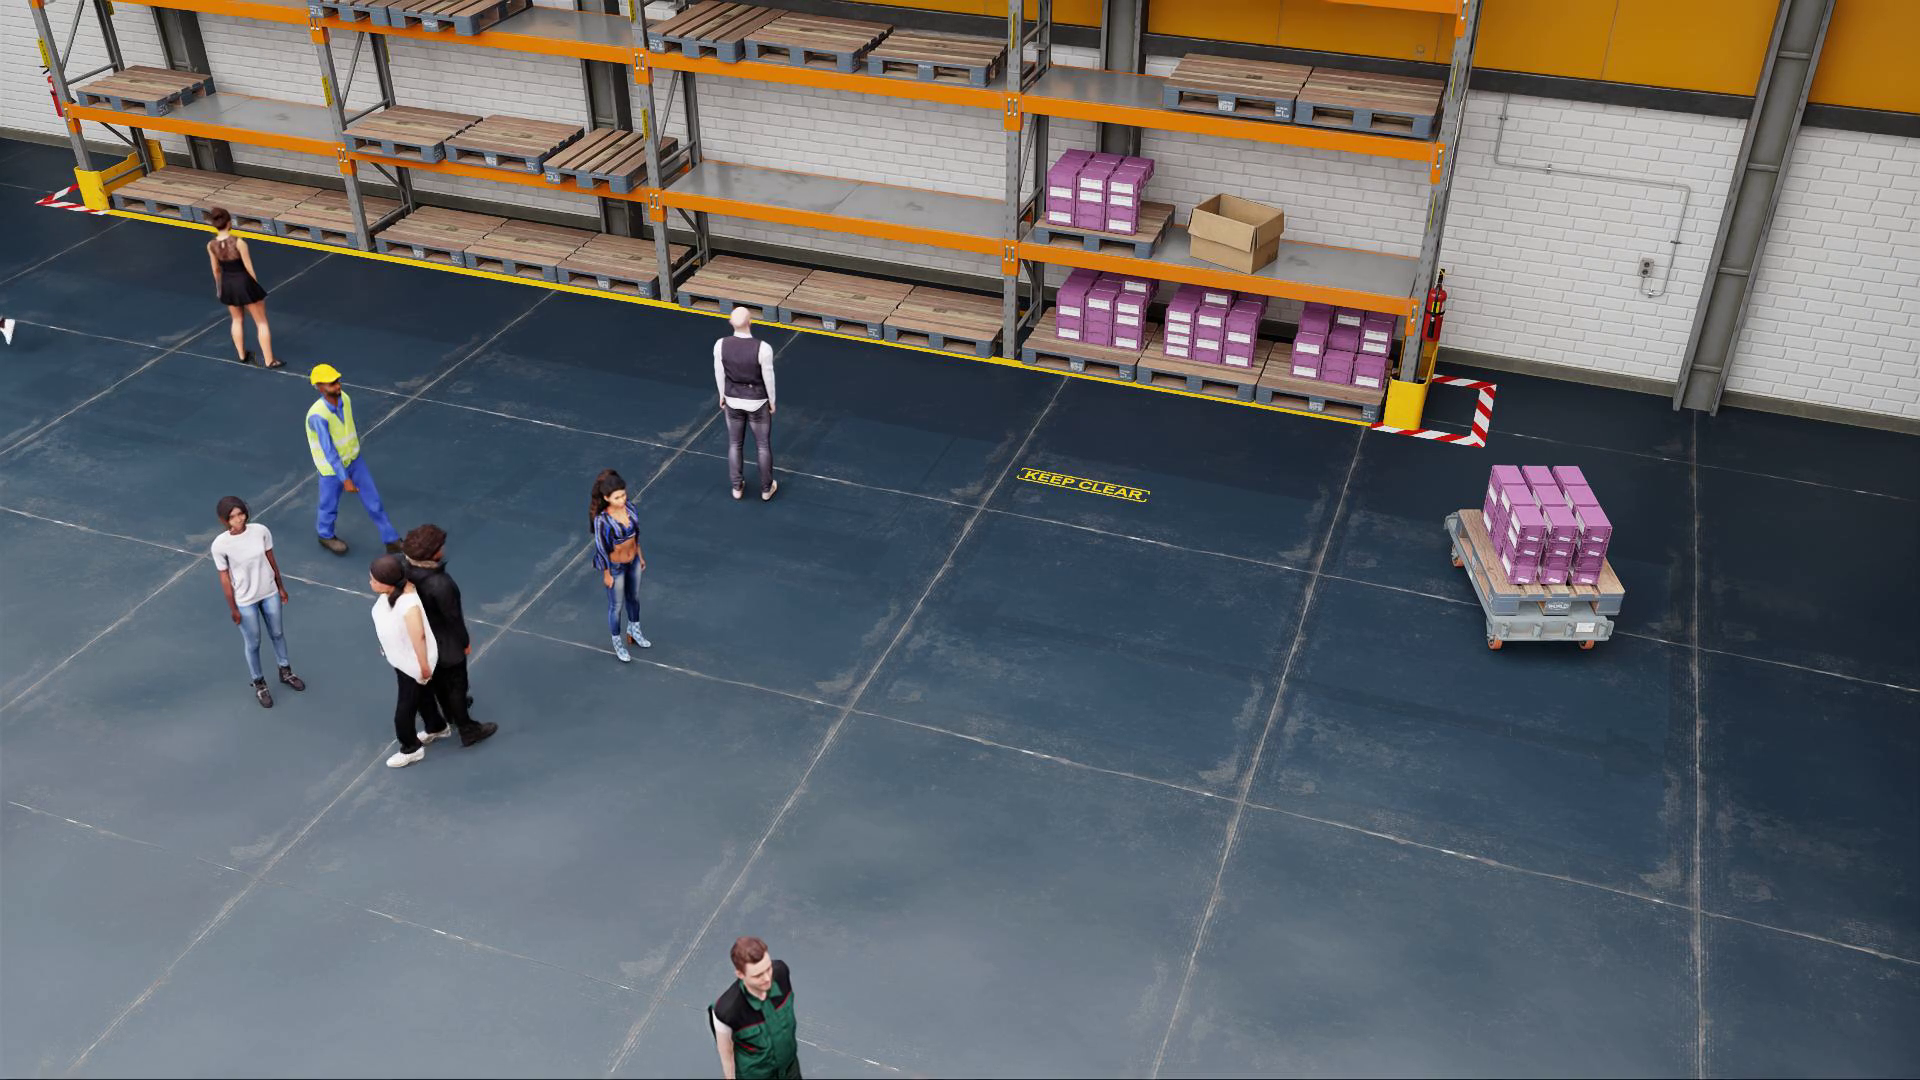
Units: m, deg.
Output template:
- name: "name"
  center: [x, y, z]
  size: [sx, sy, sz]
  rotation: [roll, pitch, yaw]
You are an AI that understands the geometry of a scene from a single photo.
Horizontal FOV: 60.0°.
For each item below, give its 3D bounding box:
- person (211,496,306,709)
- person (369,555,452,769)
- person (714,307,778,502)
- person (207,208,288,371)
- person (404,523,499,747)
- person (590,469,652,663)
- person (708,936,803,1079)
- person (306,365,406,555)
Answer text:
- name: "person"
  center: [-5.190, 0.425, 12.245]
  size: [0.651, 1.719, 0.661]
  rotation: [28, 43, 35]
- name: "person"
  center: [-3.834, 0.789, 11.740]
  size: [0.930, 1.673, 0.870]
  rotation: [-13, 36, -18]
- name: "person"
  center: [-1.868, -1.188, 14.581]
  size: [0.604, 1.820, 0.790]
  rotation: [4, 34, 6]
- name: "person"
  center: [-7.276, -2.534, 16.738]
  size: [0.713, 1.674, 0.918]
  rotation: [4, 34, 6]
- name: "person"
  center: [-3.684, 0.670, 11.826]
  size: [0.683, 1.776, 0.799]
  rotation: [27, 42, 34]
- name: "person"
  center: [-2.582, 0.190, 12.692]
  size: [0.651, 1.616, 0.667]
  rotation: [24, 40, 31]
- name: "person"
  center: [-1.026, 2.725, 8.674]
  size: [0.707, 1.842, 0.712]
  rotation: [26, 41, 33]
- name: "person"
  center: [-5.201, -0.631, 13.784]
  size: [1.160, 1.775, 0.672]
  rotation: [13, 36, 18]
